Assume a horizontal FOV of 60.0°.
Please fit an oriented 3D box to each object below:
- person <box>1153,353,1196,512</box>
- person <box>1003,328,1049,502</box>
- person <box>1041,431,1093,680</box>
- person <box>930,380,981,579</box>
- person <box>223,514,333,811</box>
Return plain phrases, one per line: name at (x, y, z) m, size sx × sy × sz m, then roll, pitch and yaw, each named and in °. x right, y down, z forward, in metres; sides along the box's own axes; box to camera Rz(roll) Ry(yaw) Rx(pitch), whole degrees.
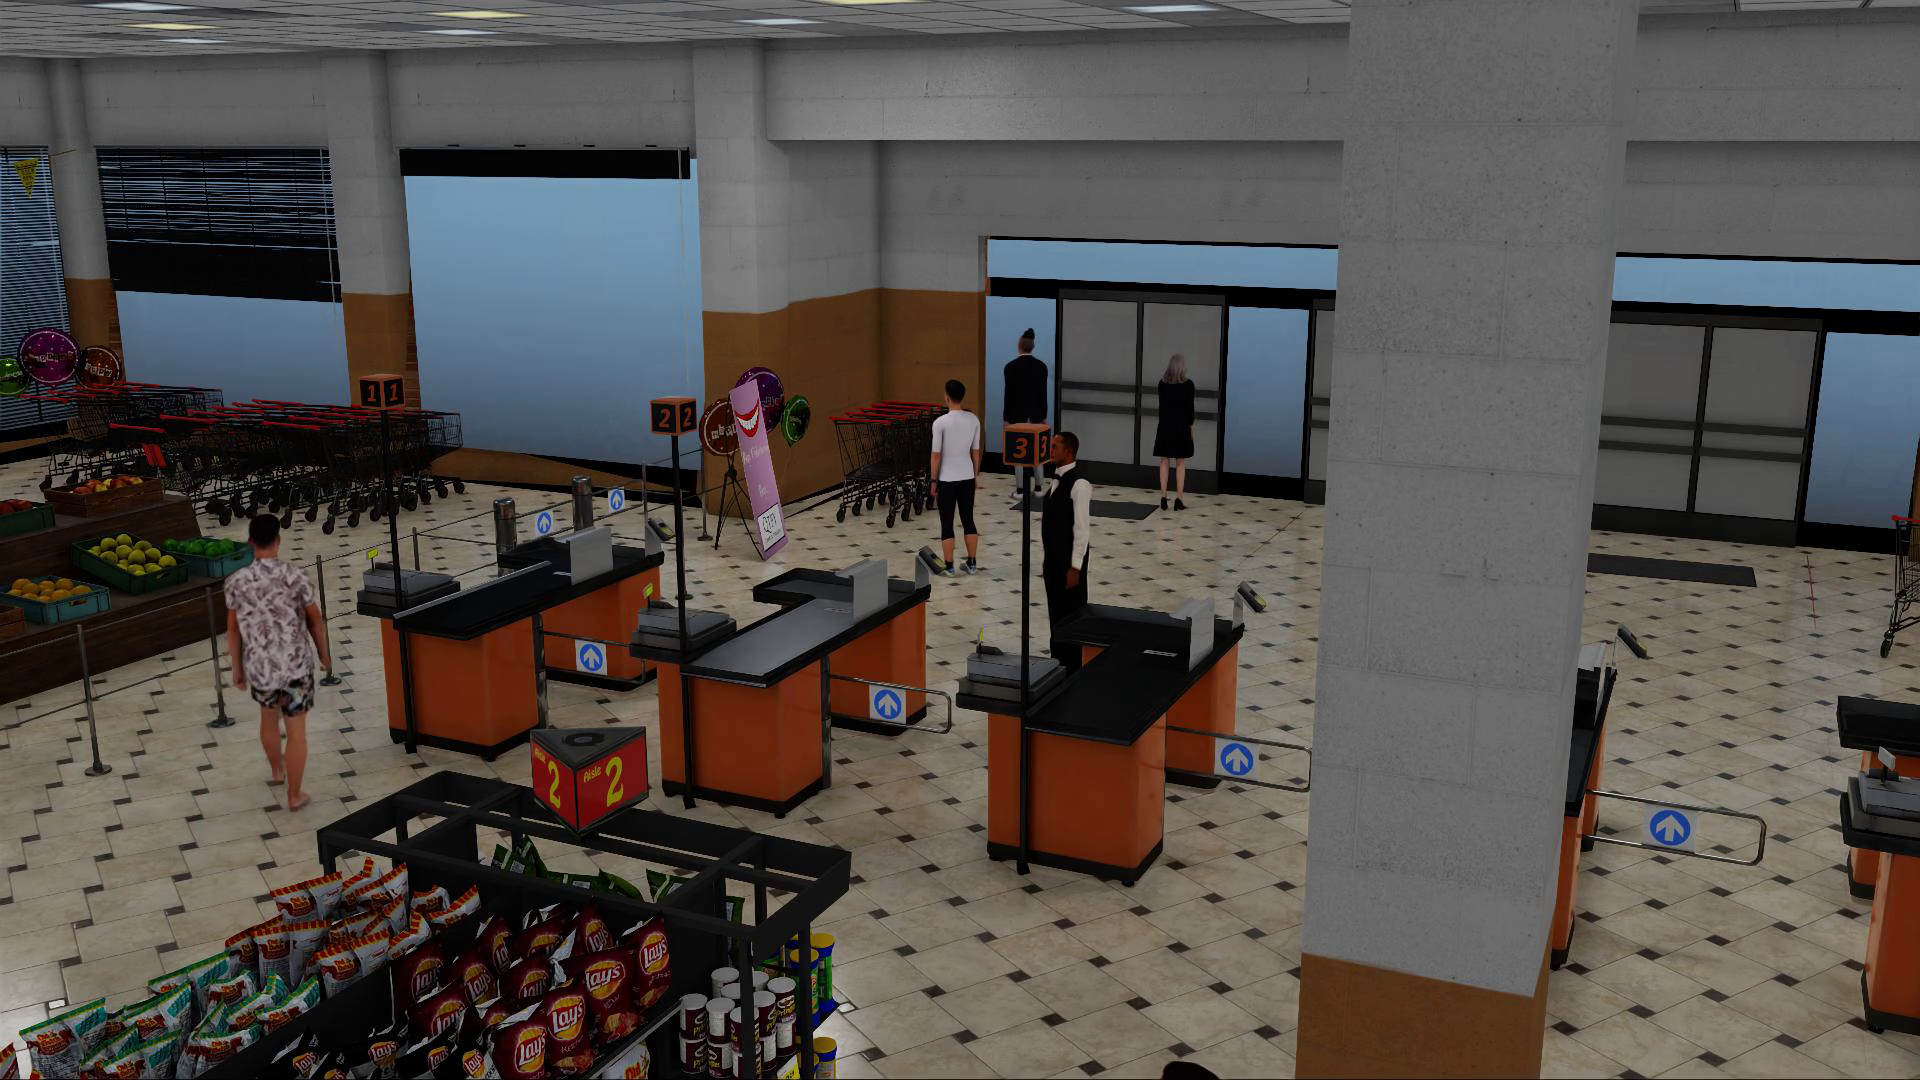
person at (2.367, -1.196, 18.328) m, size 0.630 × 1.745 × 0.606 m, roll 4°, pitch 14°, yaw 16°
person at (0.748, -1.435, 18.880) m, size 0.775 × 1.949 × 0.851 m, roll -6°, pitch 15°, yaw -23°
person at (0.797, 0.127, 12.507) m, size 0.822 × 1.919 × 0.774 m, roll -6°, pitch 15°, yaw -22°
person at (-0.029, -0.578, 15.564) m, size 0.685 × 1.848 × 0.791 m, roll -8°, pitch 16°, yaw -29°
person at (-4.158, 0.770, 10.123) m, size 0.974 × 1.792 × 1.081 m, roll -2°, pitch 14°, yaw -7°
